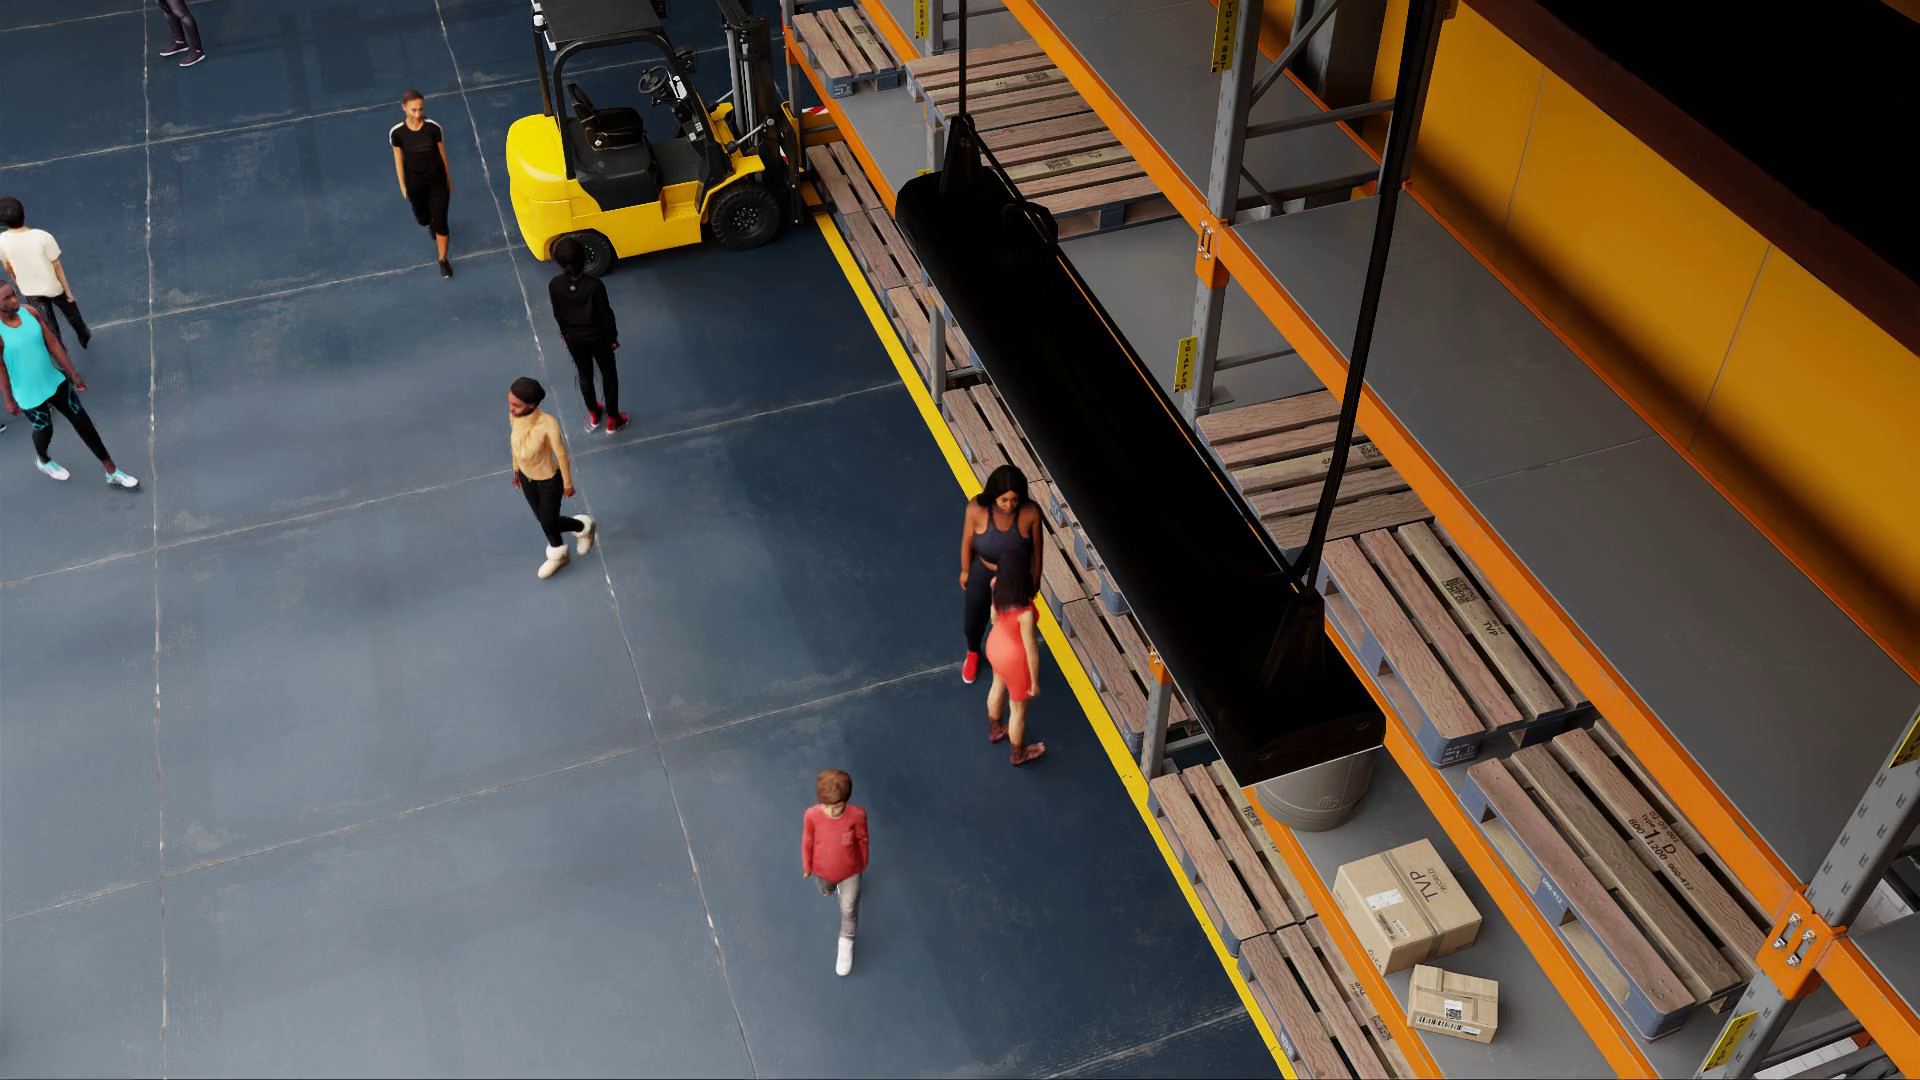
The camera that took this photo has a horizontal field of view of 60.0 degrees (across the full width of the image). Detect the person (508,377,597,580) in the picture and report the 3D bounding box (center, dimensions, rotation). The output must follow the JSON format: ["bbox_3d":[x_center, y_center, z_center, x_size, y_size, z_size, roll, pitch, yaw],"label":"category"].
[{"bbox_3d":[-2.790,-0.462,11.307,0.811,1.649,0.850,26,50,25],"label":"person"}]

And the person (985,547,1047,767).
[{"bbox_3d":[0.289,0.696,10.044,0.717,1.715,0.569,-21,47,-20],"label":"person"}]

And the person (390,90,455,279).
[{"bbox_3d":[-4.496,-3.058,14.036,0.658,1.643,0.908,-9,44,-9],"label":"person"}]

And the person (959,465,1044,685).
[{"bbox_3d":[0.261,0.205,10.491,0.779,1.808,0.777,4,44,4],"label":"person"}]

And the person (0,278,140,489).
[{"bbox_3d":[-6.534,-1.072,11.863,1.138,1.766,1.066,19,47,19],"label":"person"}]

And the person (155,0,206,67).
[{"bbox_3d":[-8.034,-5.692,16.660,0.709,1.837,0.827,29,51,27],"label":"person"}]

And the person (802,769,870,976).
[{"bbox_3d":[-0.678,1.725,9.193,0.761,1.399,0.964,3,44,4],"label":"person"}]

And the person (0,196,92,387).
[{"bbox_3d":[-7.093,-1.887,12.877,0.604,1.546,0.967,-13,45,-13],"label":"person"}]

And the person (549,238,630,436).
[{"bbox_3d":[-2.784,-1.507,12.384,0.718,1.676,0.750,5,44,5],"label":"person"}]
